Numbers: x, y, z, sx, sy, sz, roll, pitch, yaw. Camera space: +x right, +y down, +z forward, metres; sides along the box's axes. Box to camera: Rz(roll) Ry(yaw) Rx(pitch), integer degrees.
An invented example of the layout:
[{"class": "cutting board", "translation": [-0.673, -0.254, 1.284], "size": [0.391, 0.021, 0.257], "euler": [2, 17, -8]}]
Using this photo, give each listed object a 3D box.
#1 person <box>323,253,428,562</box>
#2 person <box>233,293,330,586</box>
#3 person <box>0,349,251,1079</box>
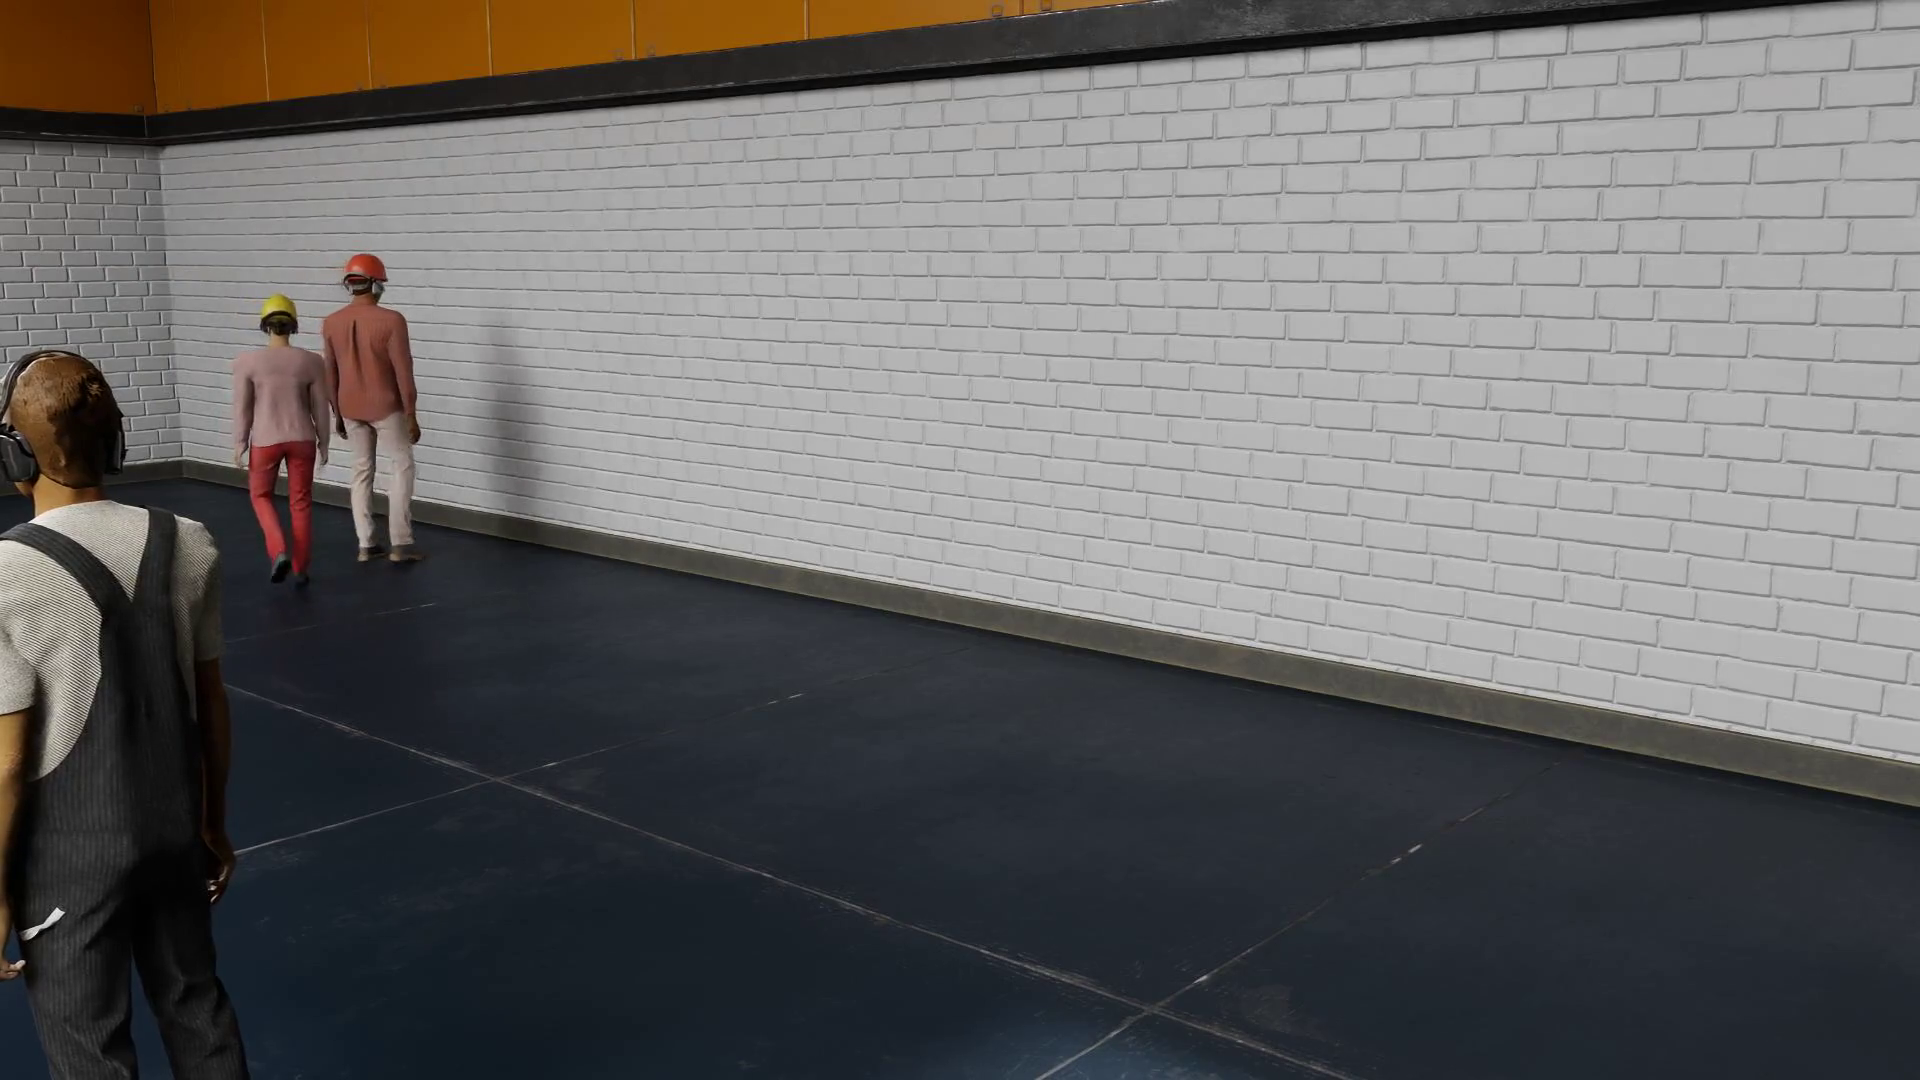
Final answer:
[{"class": "person", "translation": [-3.770, -0.839, 10.703], "size": [0.645, 1.989, 0.407], "euler": [3, 10, 15]}, {"class": "person", "translation": [-4.024, -0.581, 9.895], "size": [0.552, 1.754, 0.360], "euler": [-6, 12, -30]}, {"class": "person", "translation": [-1.555, 0.579, 3.040], "size": [0.328, 1.844, 0.513], "euler": [5, 11, 27]}]
